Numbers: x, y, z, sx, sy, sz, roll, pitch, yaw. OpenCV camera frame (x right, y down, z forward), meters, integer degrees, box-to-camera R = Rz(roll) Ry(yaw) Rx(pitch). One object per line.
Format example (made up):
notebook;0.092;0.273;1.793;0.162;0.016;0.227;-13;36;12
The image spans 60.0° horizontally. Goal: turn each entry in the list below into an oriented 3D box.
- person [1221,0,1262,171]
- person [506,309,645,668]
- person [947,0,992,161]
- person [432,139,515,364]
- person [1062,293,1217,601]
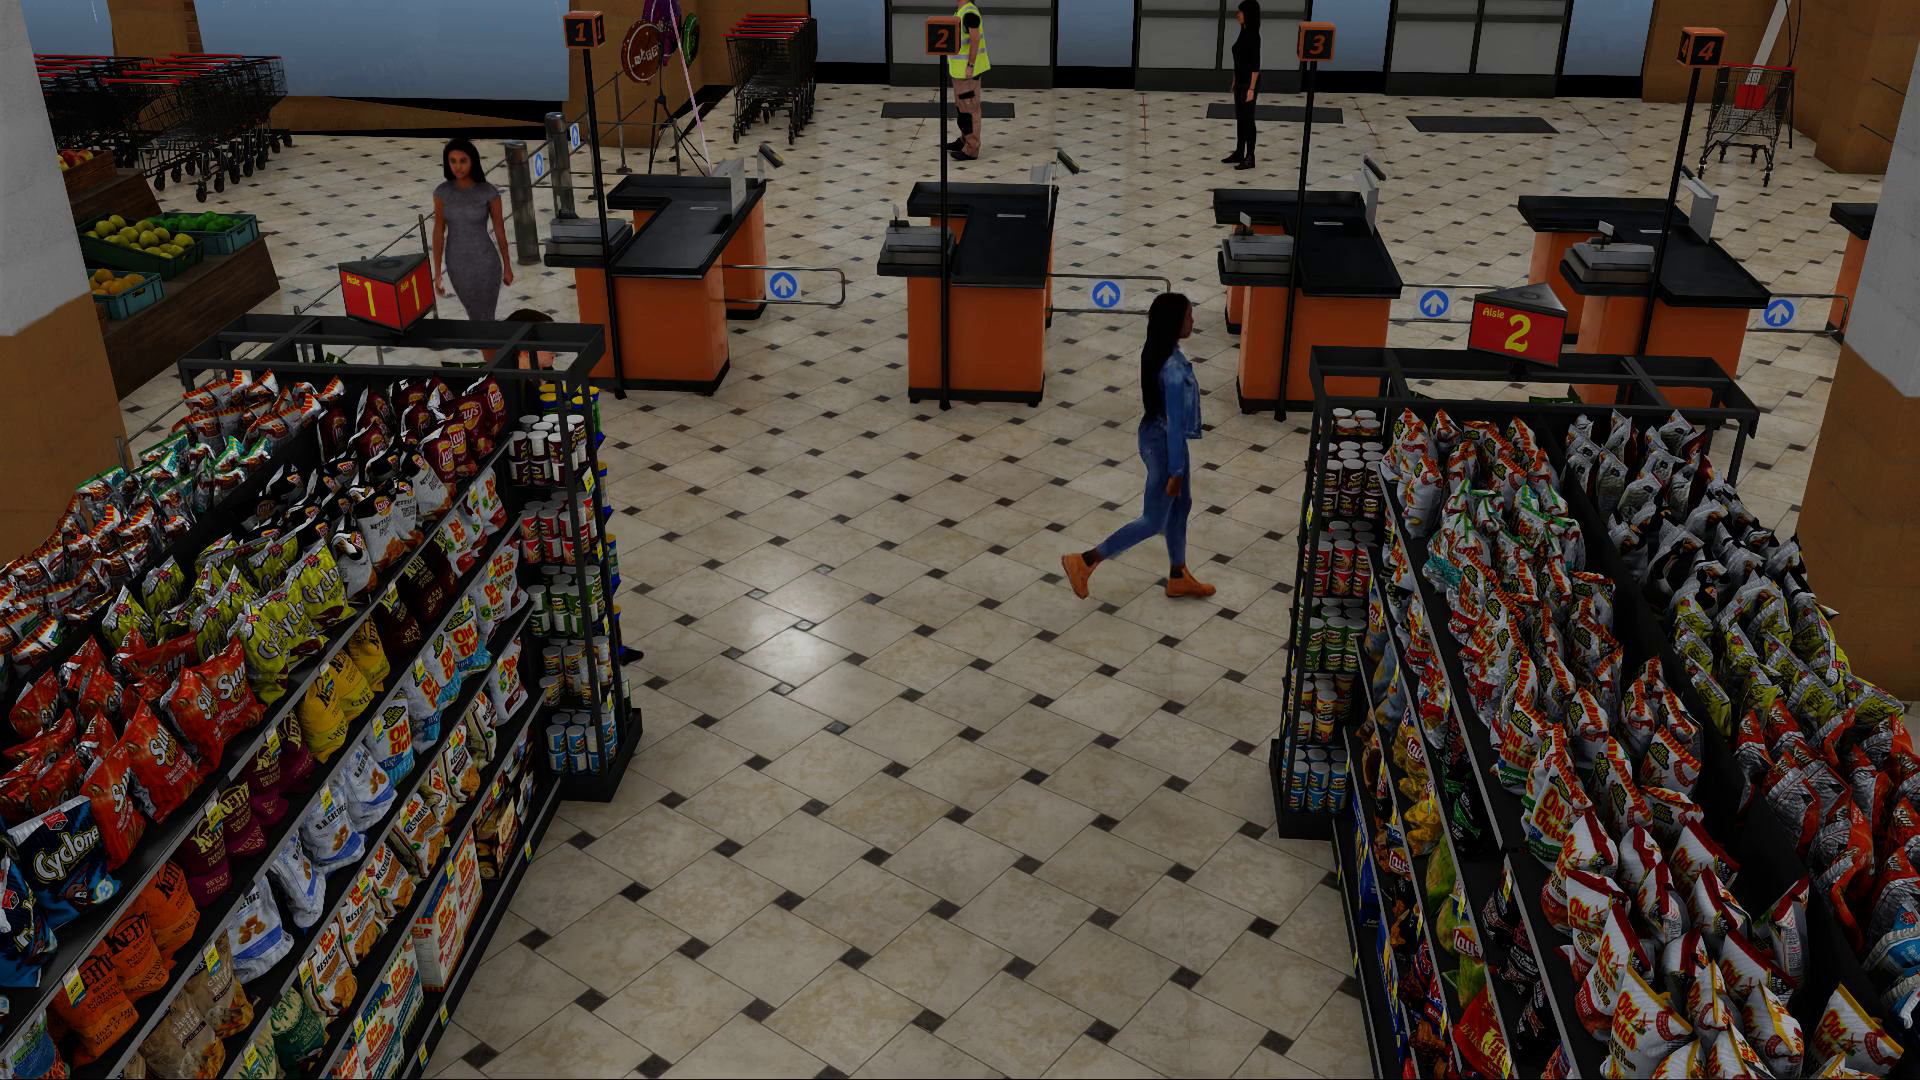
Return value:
person;2.876;-4.568;16.668;0.701;1.641;0.562;-8;28;-15
person;-2.039;-0.197;7.852;0.722;1.818;1.073;2;27;3
person;0.048;-4.835;16.968;0.828;1.845;0.722;-4;27;-8
person;-3.206;-1.805;11.096;0.599;1.753;0.934;2;27;4
person;0.940;-0.414;8.424;0.824;1.688;1.071;-3;27;-6
